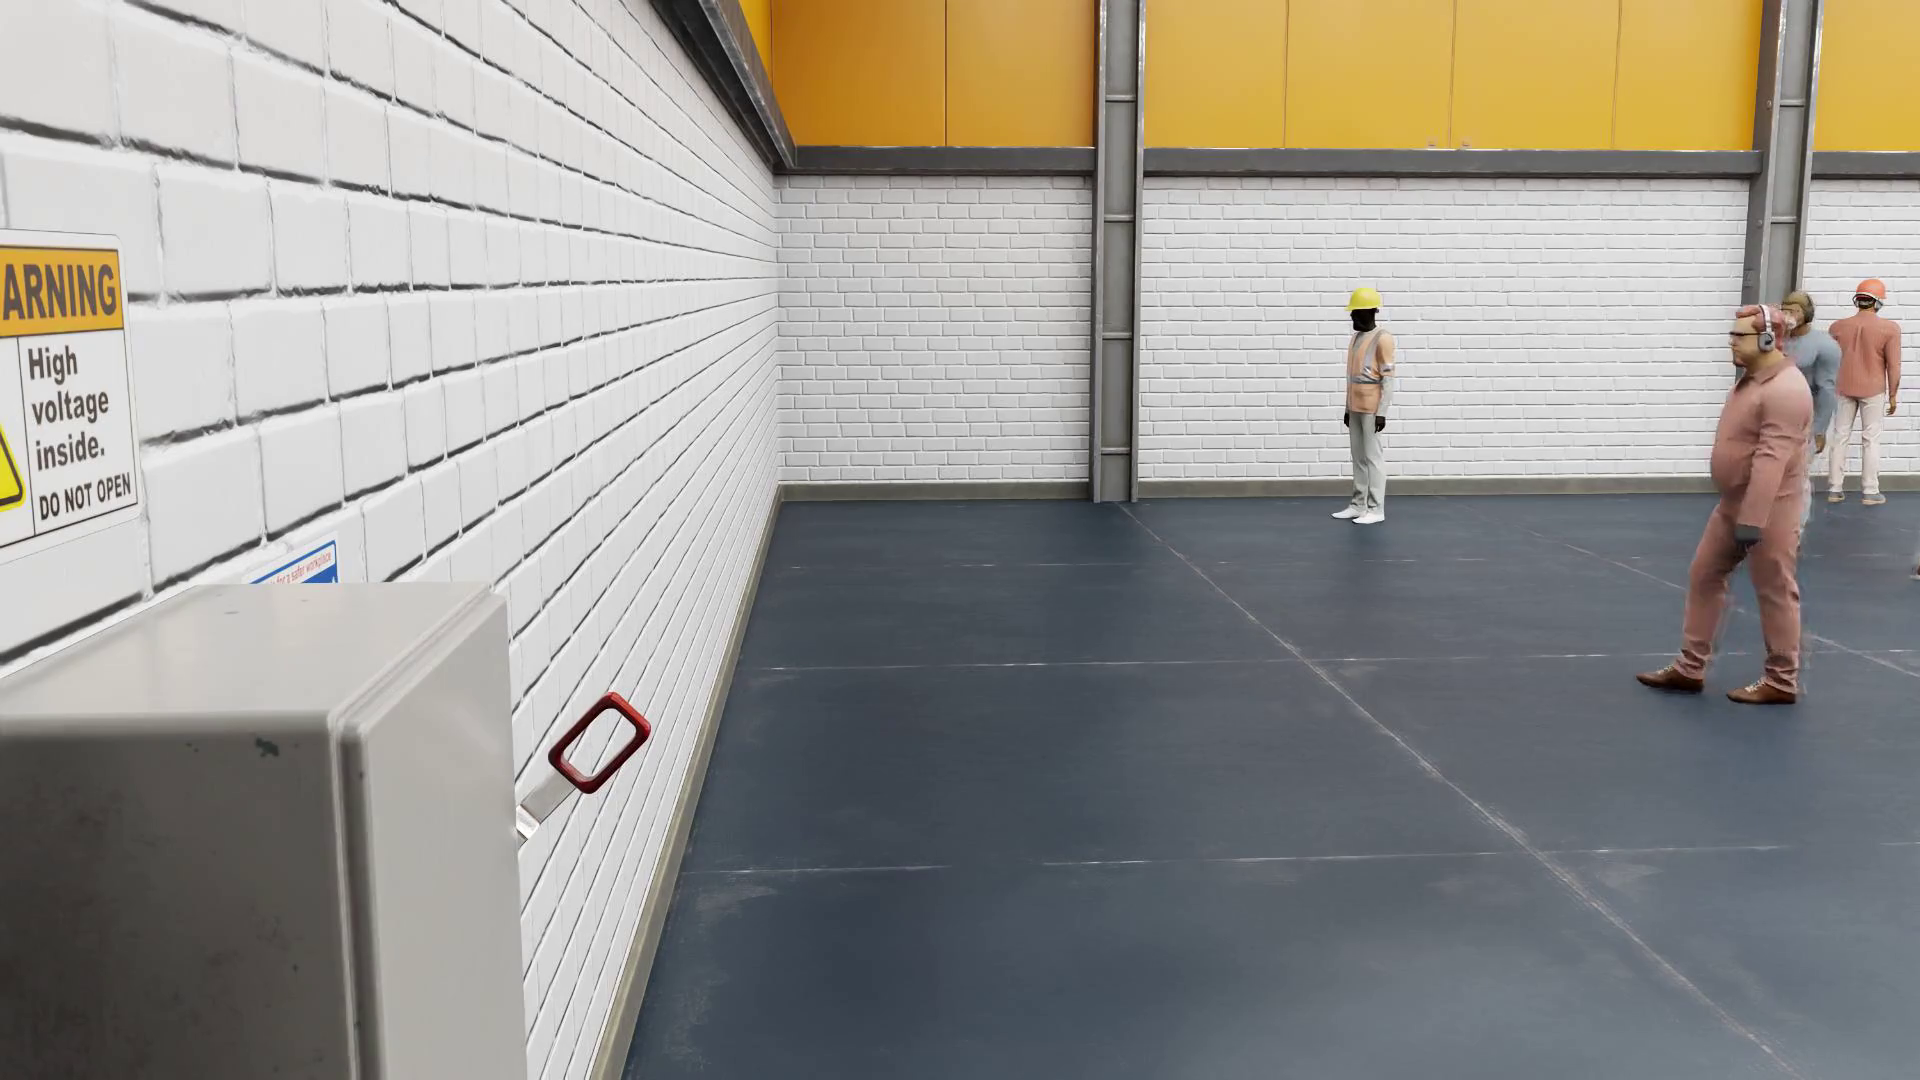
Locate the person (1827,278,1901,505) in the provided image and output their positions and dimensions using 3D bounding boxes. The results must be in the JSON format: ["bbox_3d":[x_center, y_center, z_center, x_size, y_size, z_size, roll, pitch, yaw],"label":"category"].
[{"bbox_3d":[7.996,-1.315,14.755,0.617,1.993,0.396,9,13,44],"label":"person"}]

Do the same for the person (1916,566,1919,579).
[{"bbox_3d":[6.734,-0.601,10.778,0.874,1.827,0.551,6,11,32],"label":"person"}]

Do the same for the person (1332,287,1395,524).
[{"bbox_3d":[3.299,-1.091,13.572,0.371,1.923,0.595,-3,9,-16],"label":"person"}]

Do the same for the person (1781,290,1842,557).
[{"bbox_3d":[6.006,-0.825,11.930,0.526,1.926,0.640,-5,10,-30],"label":"person"}]

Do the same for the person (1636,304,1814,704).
[{"bbox_3d":[3.600,-0.154,7.809,0.811,1.877,0.680,1,9,7],"label":"person"}]
